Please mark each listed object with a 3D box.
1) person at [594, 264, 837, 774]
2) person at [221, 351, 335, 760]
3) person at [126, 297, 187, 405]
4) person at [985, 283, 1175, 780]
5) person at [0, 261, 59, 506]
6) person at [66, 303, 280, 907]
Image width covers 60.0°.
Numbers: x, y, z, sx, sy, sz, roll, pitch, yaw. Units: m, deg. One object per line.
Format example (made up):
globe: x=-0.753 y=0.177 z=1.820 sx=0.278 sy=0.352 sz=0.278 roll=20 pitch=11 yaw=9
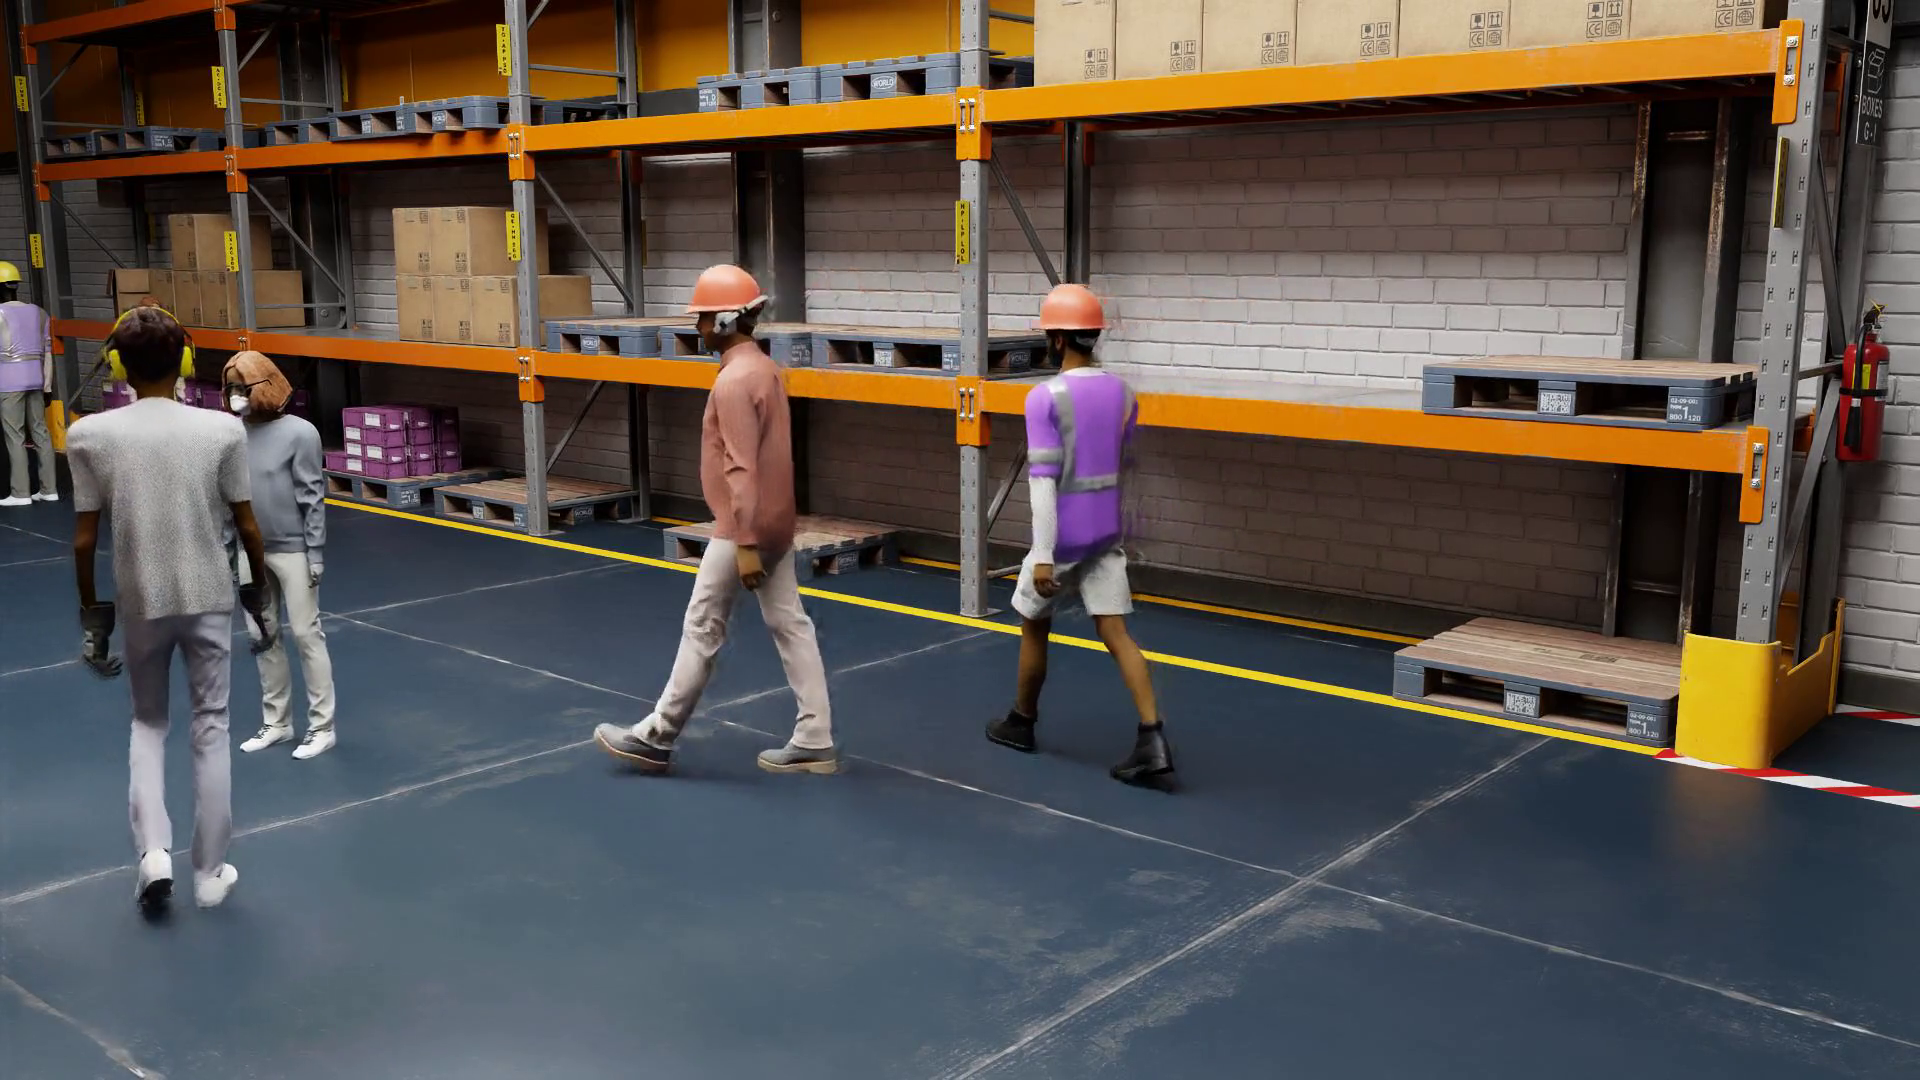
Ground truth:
person: x=-0.926 y=-0.060 z=6.362 sx=0.980 sy=1.945 sz=0.657 roll=2 pitch=10 yaw=11
person: x=-2.748 y=0.059 z=6.635 sx=0.508 sy=1.623 sz=0.294 roll=3 pitch=10 yaw=17
person: x=-6.659 y=-1.196 z=13.785 sx=0.285 sy=1.625 sz=0.497 roll=6 pitch=12 yaw=32
person: x=0.476 y=-0.032 z=6.393 sx=0.555 sy=1.898 sz=0.996 roll=-7 pitch=12 yaw=-36
person: x=-7.441 y=-1.225 z=13.120 sx=0.402 sy=1.919 sz=0.588 roll=4 pitch=11 yaw=21
person: x=-2.377 y=0.215 z=5.079 sx=0.535 sy=1.857 sz=0.372 roll=-3 pitch=10 yaw=-16
